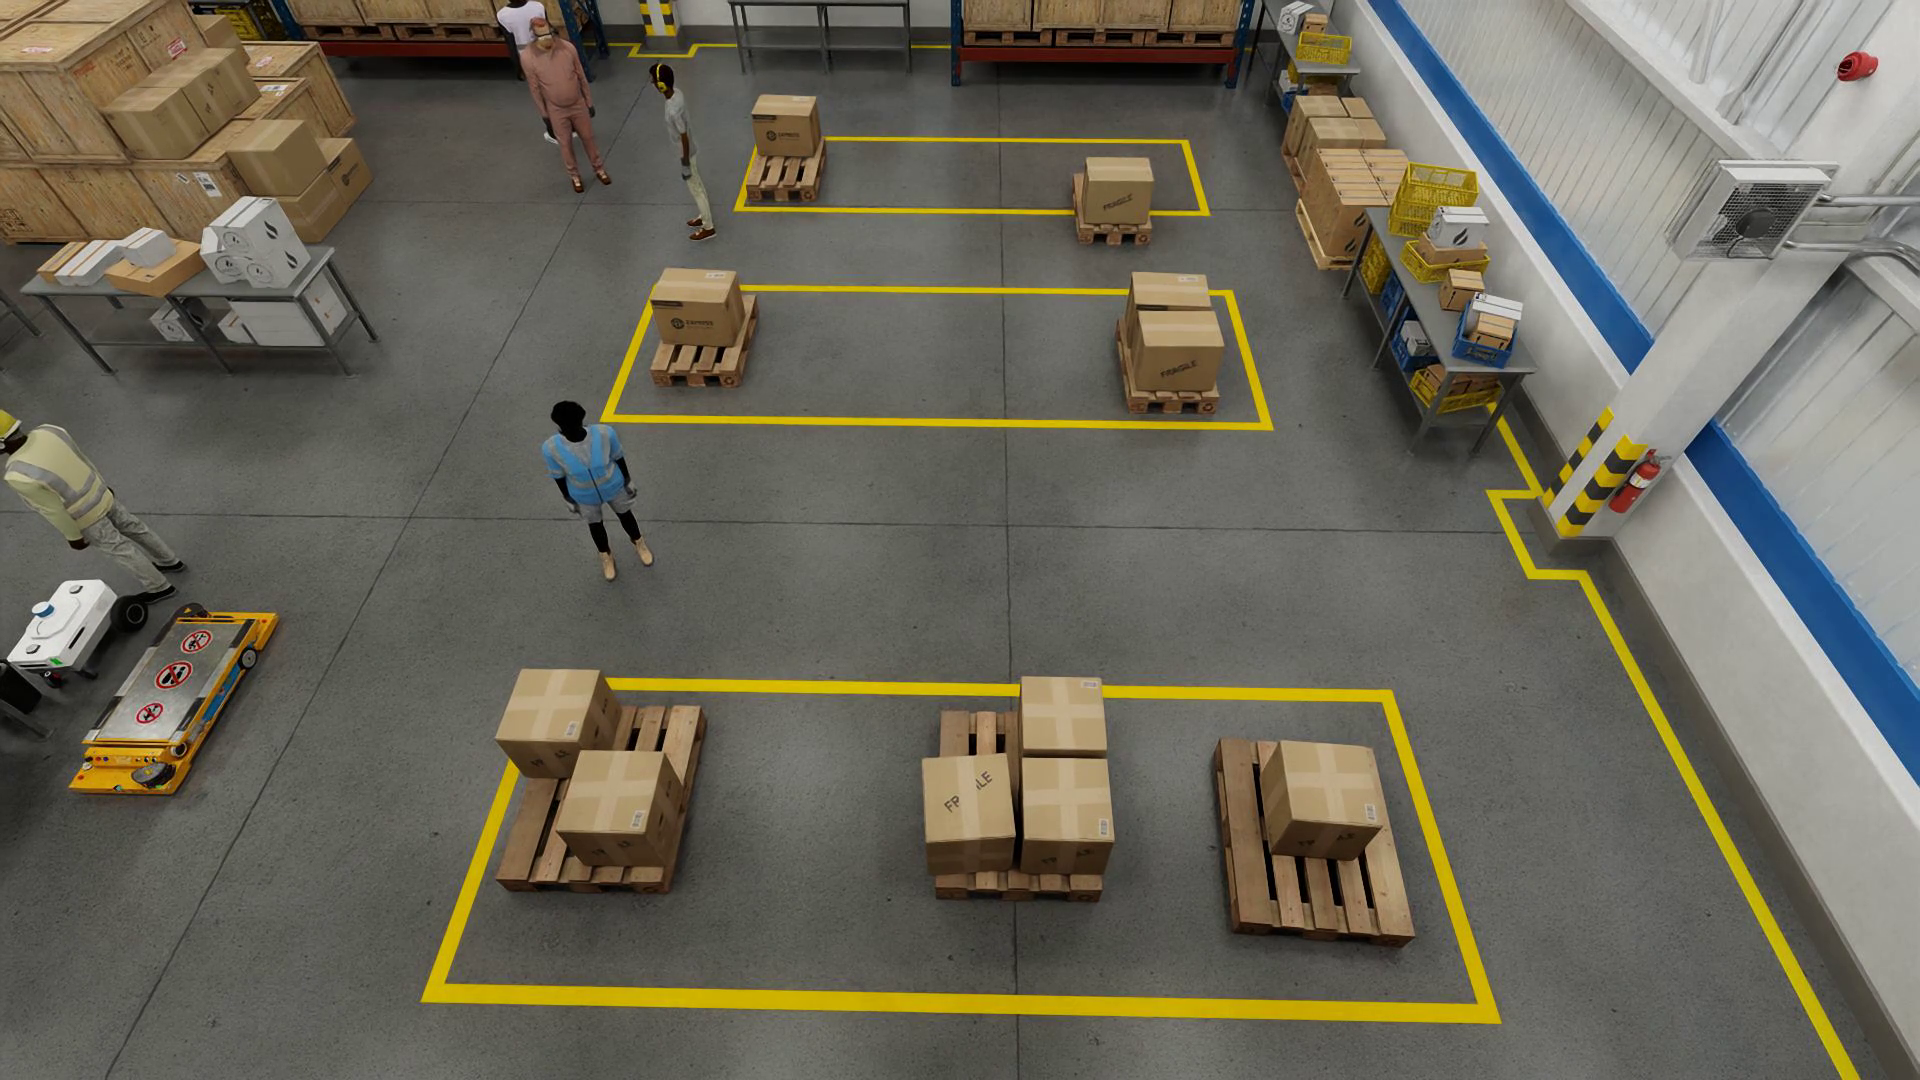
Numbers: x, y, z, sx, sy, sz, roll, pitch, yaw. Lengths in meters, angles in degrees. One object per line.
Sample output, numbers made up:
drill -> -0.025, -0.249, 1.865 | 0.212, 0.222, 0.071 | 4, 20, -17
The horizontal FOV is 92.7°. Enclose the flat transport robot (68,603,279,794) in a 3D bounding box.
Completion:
flat transport robot -> -5.504, 1.072, 6.442 | 0.652, 0.197, 1.431 | 1, 50, 1

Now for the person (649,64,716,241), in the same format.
person -> -2.951, -4.120, 9.800 | 0.331, 1.865, 0.519 | -9, 50, -8

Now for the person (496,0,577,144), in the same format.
person -> -5.192, -5.876, 11.249 | 0.599, 1.917, 0.377 | -34, 58, -26

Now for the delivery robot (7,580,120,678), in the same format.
delivery robot -> -6.418, 0.626, 6.576 | 0.477, 0.478, 0.707 | -2, 50, -2

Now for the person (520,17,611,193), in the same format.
person -> -4.509, -4.964, 10.494 | 0.633, 1.899, 0.401 | -26, 54, -20

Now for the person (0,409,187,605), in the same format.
person -> -6.265, -0.235, 6.532 | 0.403, 1.833, 0.586 | -10, 50, -8

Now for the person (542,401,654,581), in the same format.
person -> -2.654, -0.367, 6.732 | 0.529, 1.694, 0.321 | -21, 53, -17
